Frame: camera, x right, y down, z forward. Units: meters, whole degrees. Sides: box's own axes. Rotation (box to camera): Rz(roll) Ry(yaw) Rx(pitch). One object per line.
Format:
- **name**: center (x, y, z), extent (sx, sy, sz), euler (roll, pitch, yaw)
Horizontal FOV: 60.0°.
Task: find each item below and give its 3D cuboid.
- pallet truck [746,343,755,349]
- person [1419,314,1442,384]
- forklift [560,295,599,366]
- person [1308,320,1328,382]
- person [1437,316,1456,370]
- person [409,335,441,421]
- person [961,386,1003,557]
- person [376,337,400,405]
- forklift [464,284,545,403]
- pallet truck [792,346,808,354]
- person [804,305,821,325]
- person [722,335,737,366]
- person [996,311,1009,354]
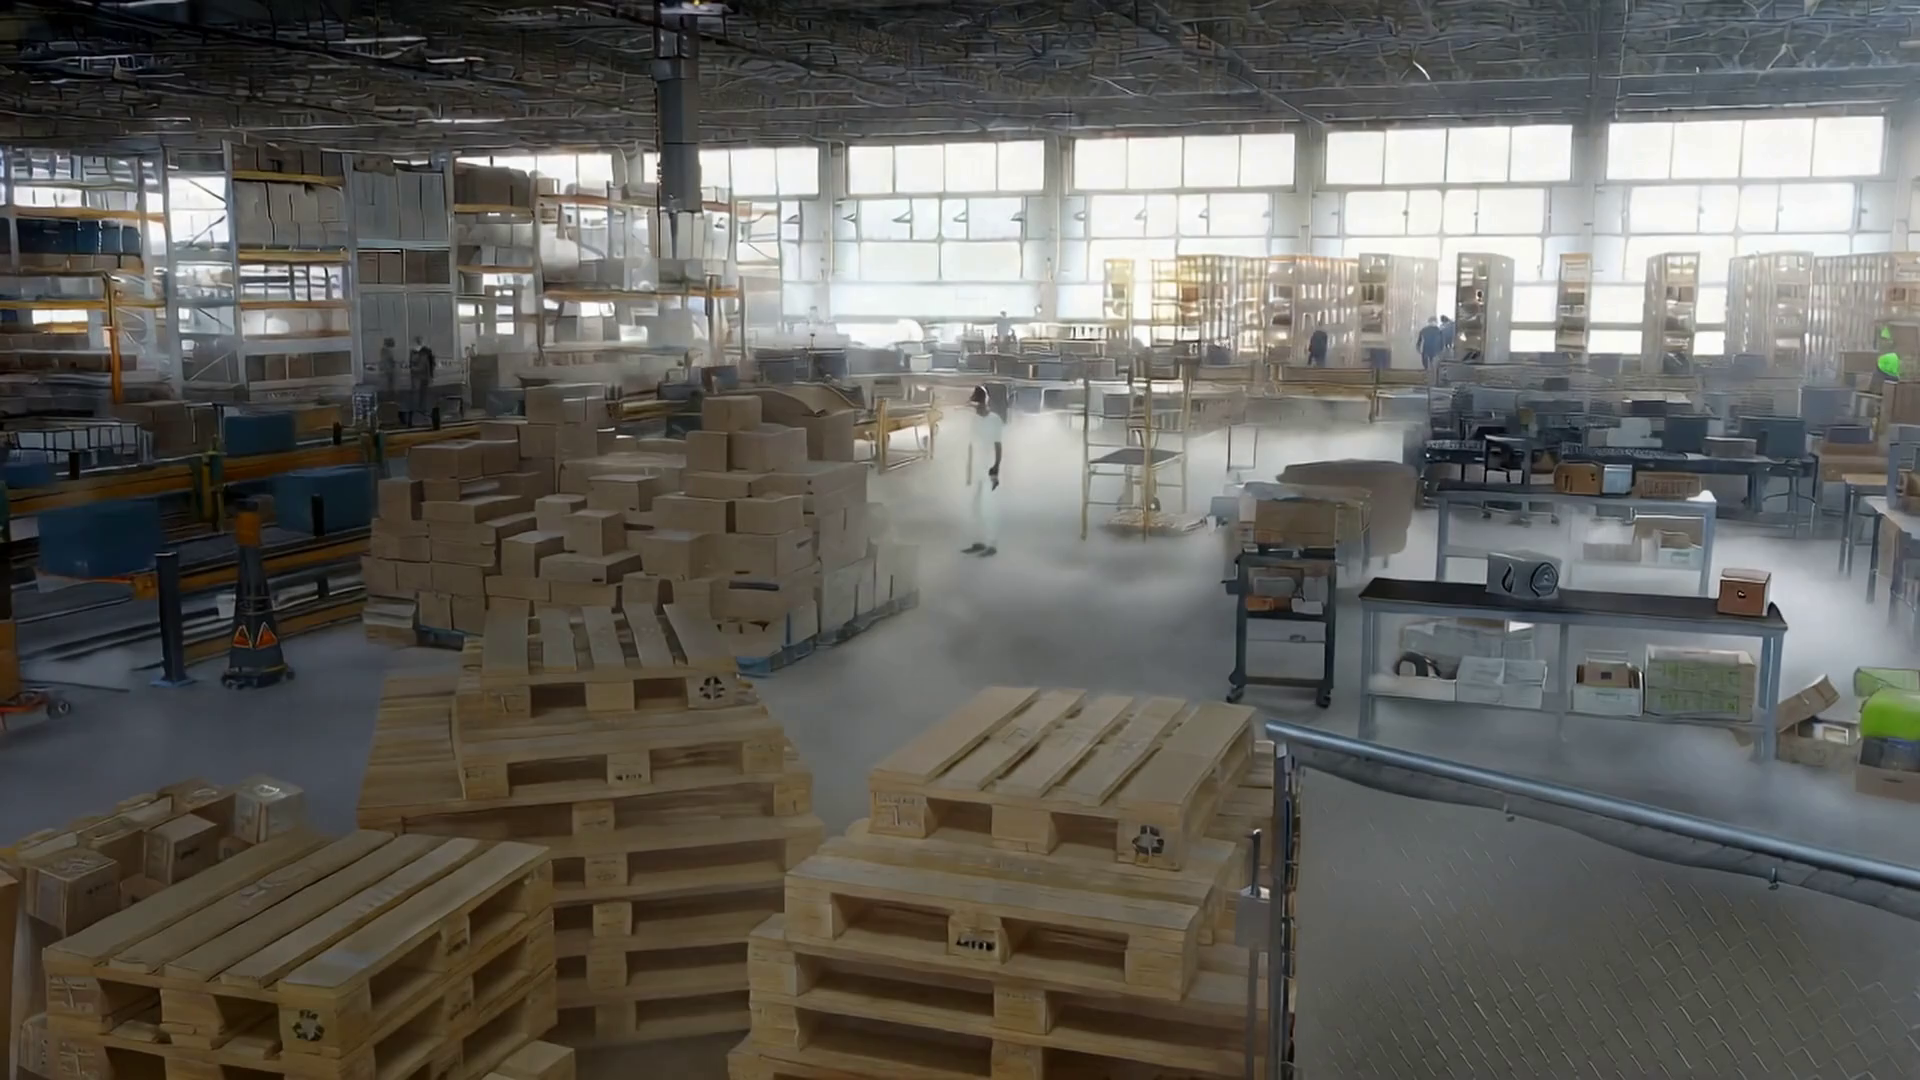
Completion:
- **pallet truck**: center (-6.183, -4.618, 44.264), extent (1.601, 1.201, 0.680), euler (-9, 12, -43)
- **person**: center (12.642, -5.072, 44.710), extent (0.622, 1.992, 0.395), euler (1, 9, 6)
- **forklift**: center (-10.726, -6.111, 48.462), extent (1.873, 2.768, 1.129), euler (-2, 9, -11)
- **person**: center (9.202, -4.709, 42.734), extent (0.443, 1.896, 0.639), euler (8, 12, 42)
- **person**: center (14.788, -5.921, 50.681), extent (0.614, 1.786, 0.910), euler (1, 9, 7)
- **person**: center (-11.222, -3.395, 34.778), extent (0.599, 1.808, 0.811), euler (3, 9, 17)
- **person**: center (0.256, -0.739, 17.955), extent (0.331, 1.856, 0.527), euler (-8, 12, -42)
- **person**: center (-13.355, -3.922, 38.706), extent (0.509, 1.611, 0.703), euler (5, 10, 30)
- **forklift**: center (-10.832, -4.702, 39.610), extent (1.129, 2.768, 1.873), euler (3, 10, 20)
- **pallet truck**: center (-3.705, -4.298, 42.022), extent (0.653, 1.274, 1.630), euler (3, 10, 20)
- **person**: center (-5.431, -7.645, 61.086), extent (0.637, 1.916, 0.732), euler (-2, 9, -9)
- **person**: center (-5.551, -4.142, 39.897), extent (0.556, 1.659, 0.536), euler (-8, 12, -40)
- **person**: center (1.548, -7.513, 60.858), extent (0.485, 1.733, 0.357), euler (-1, 9, -9)
